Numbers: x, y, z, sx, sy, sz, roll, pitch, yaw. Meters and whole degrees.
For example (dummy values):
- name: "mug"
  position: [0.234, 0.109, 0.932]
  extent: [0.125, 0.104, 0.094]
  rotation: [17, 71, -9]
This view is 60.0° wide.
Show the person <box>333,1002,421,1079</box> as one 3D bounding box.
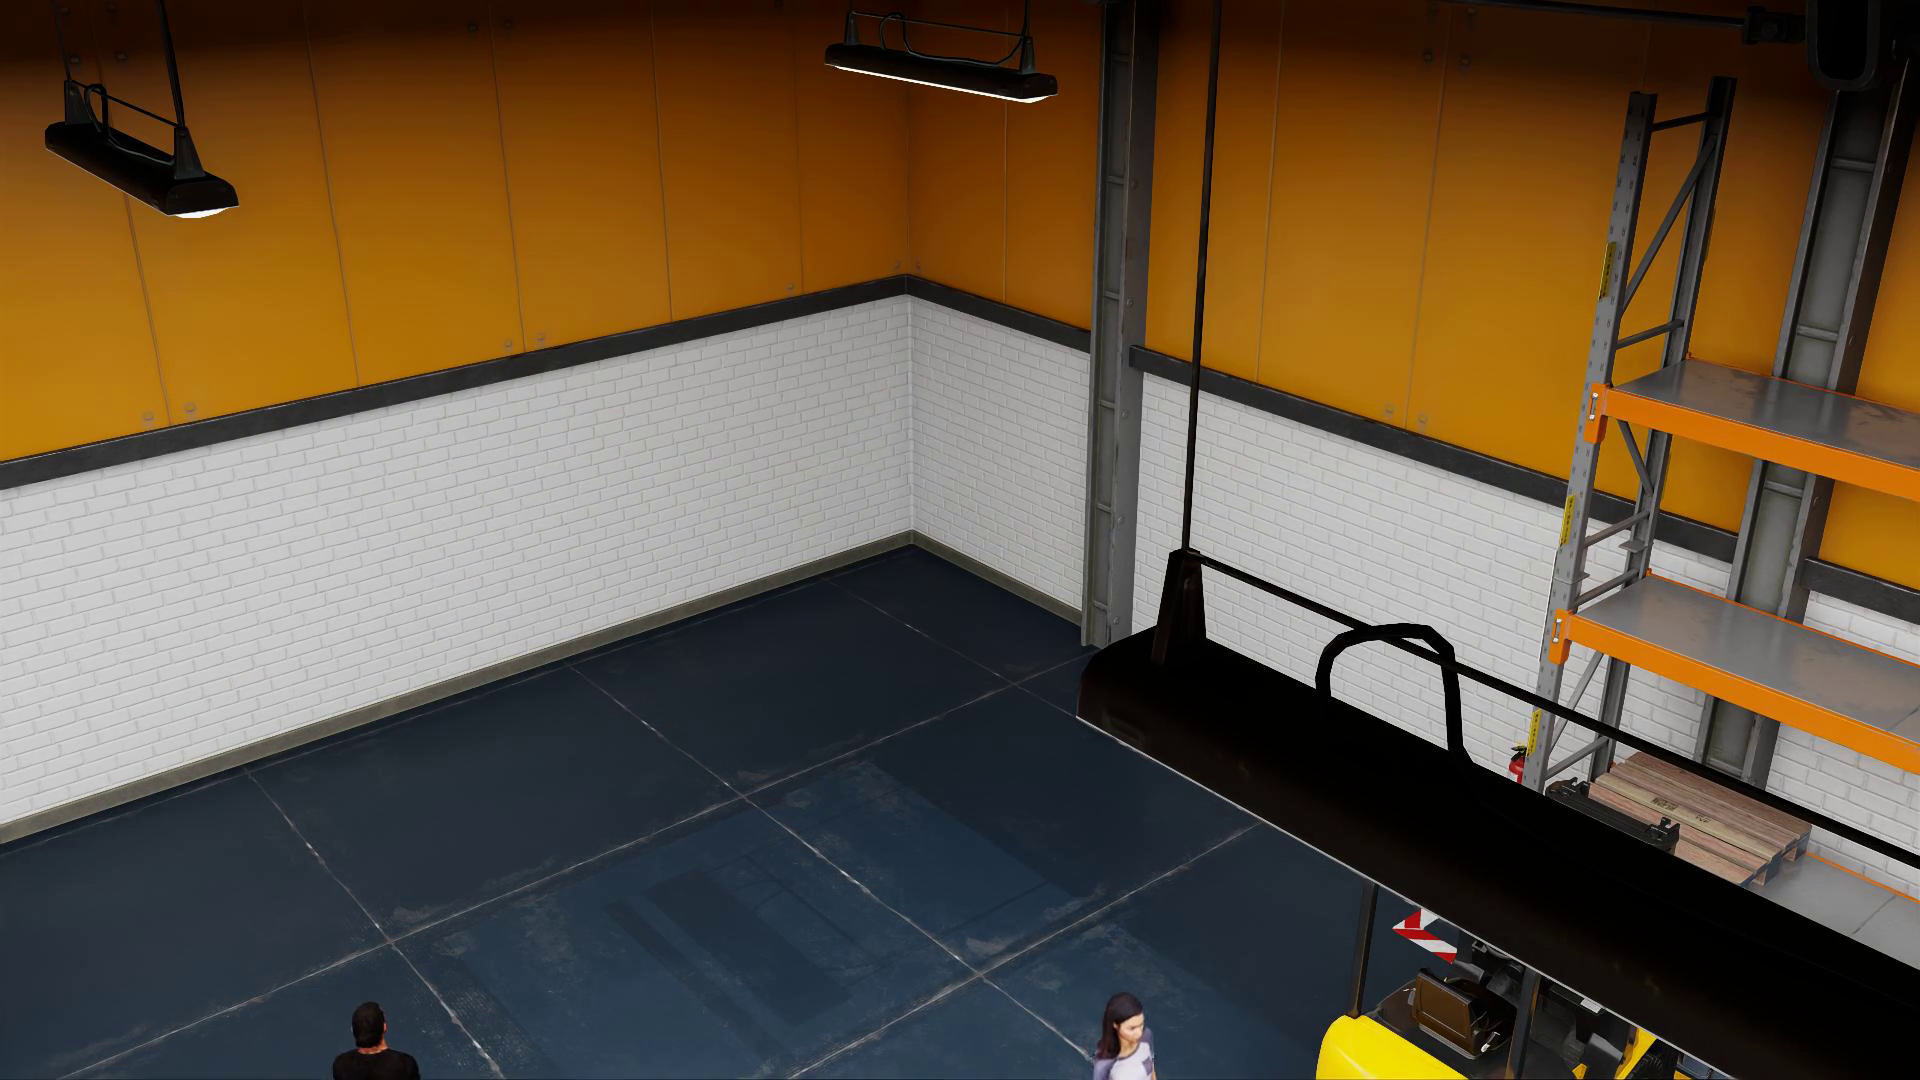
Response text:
- name: "person"
  position: [-3.062, 3.284, 8.863]
  extent: [0.999, 1.732, 1.087]
  rotation: [0, 24, 1]

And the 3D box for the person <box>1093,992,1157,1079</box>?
- name: "person"
  position: [0.854, 3.169, 9.151]
  extent: [1.069, 1.713, 0.686]
  rotation: [20, 31, 38]
